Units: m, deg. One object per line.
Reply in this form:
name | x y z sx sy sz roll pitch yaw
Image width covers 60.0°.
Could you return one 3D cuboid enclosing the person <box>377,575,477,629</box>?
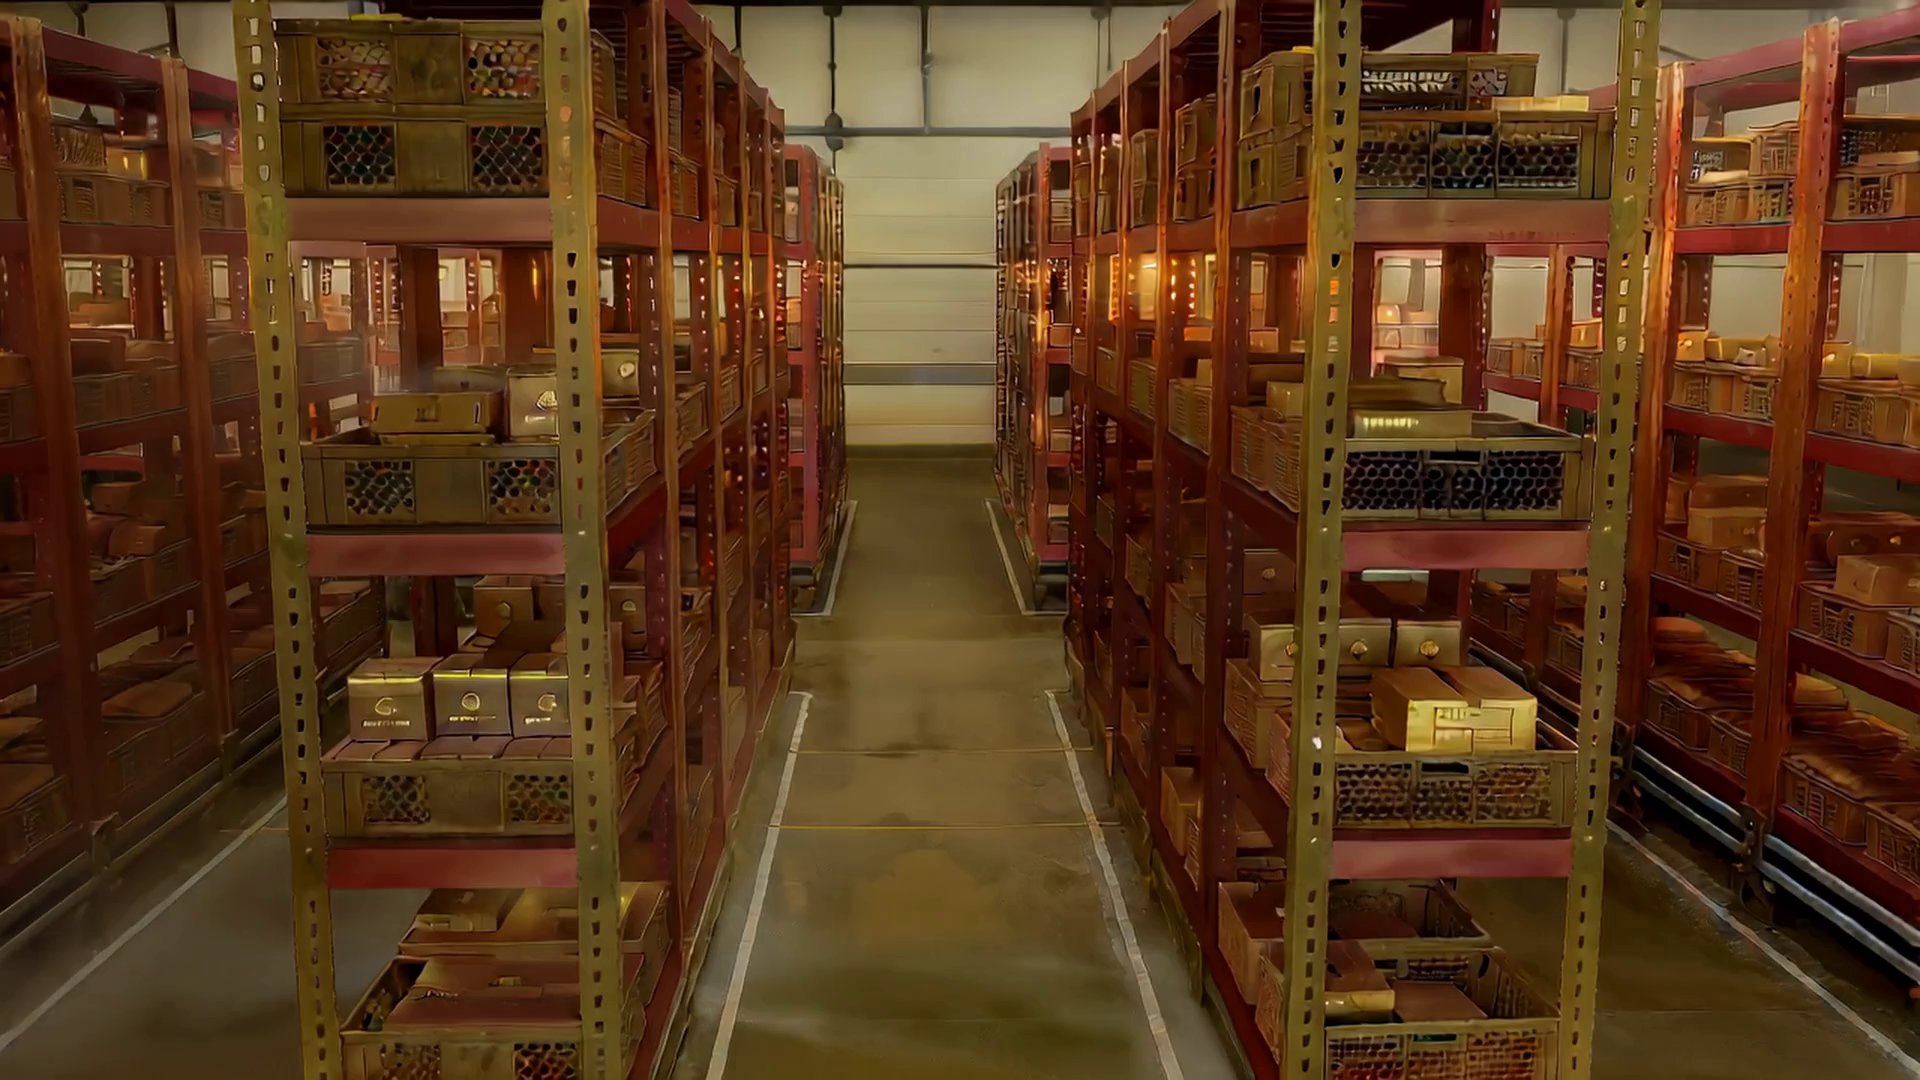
person | -4.022 -0.241 12.409 0.958 1.804 0.592 2 10 10
